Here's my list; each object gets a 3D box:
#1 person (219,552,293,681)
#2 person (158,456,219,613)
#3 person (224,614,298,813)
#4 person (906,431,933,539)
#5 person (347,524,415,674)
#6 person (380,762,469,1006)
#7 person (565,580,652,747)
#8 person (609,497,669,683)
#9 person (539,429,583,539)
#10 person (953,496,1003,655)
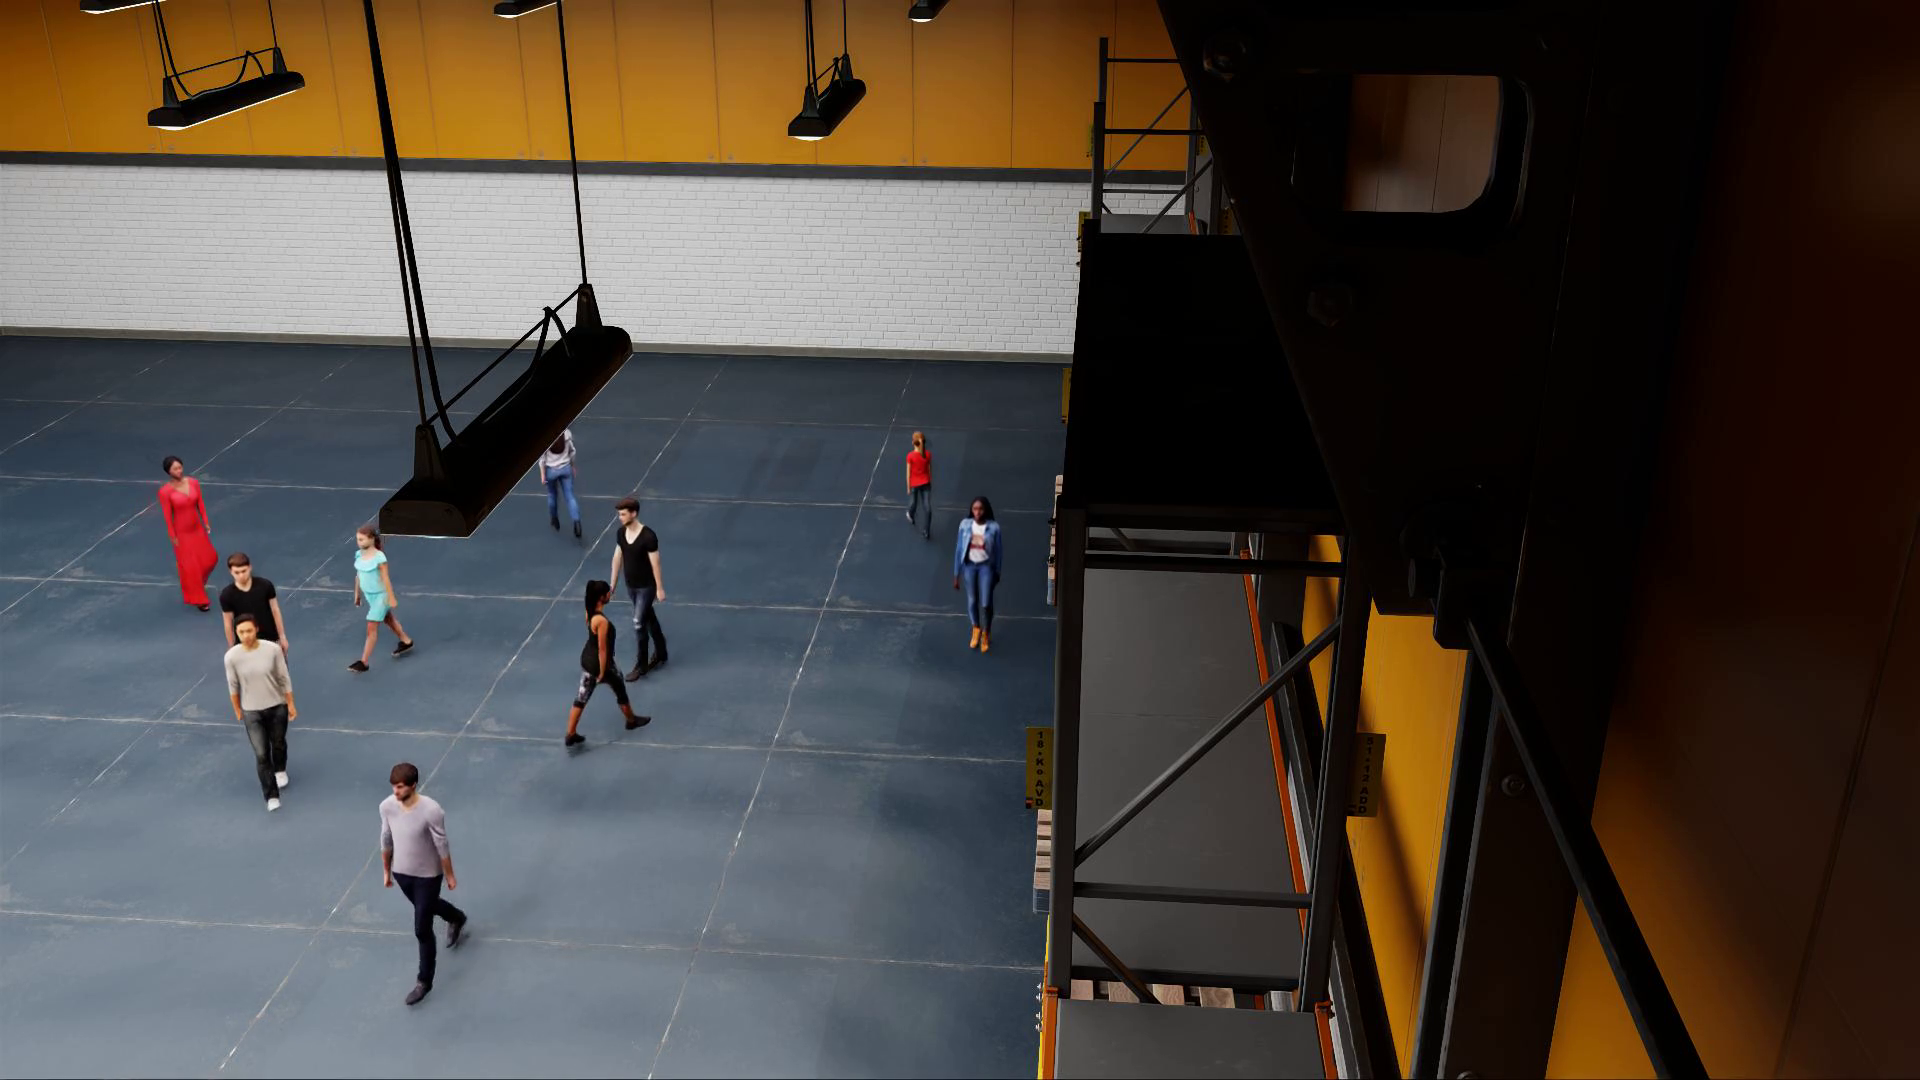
[{"bbox_3d":[-6.574,0.934,15.567,0.956,1.843,1.039,-15,28,-30],"label":"person"},{"bbox_3d":[-8.385,-0.088,17.988,0.860,1.776,0.810,15,28,30],"label":"person"},{"bbox_3d":[-6.073,1.424,14.535,1.030,1.772,1.221,-11,26,-24],"label":"person"},{"bbox_3d":[-0.455,-0.636,19.861,0.673,1.280,0.955,-6,24,-13],"label":"person"},{"bbox_3d":[-5.846,0.553,16.850,0.901,1.515,1.126,15,28,31],"label":"person"},{"bbox_3d":[-3.920,2.403,12.255,0.890,1.804,1.252,8,25,19],"label":"person"},{"bbox_3d":[-3.400,1.165,15.305,1.122,1.631,1.083,-18,29,-35],"label":"person"},{"bbox_3d":[-3.133,0.421,16.708,0.938,1.868,1.049,17,29,34],"label":"person"},{"bbox_3d":[-4.731,-0.765,19.758,1.003,1.600,1.142,-13,27,-27],"label":"person"},{"bbox_3d":[0.210,0.310,17.179,0.660,1.696,0.699,6,24,14],"label":"person"}]
